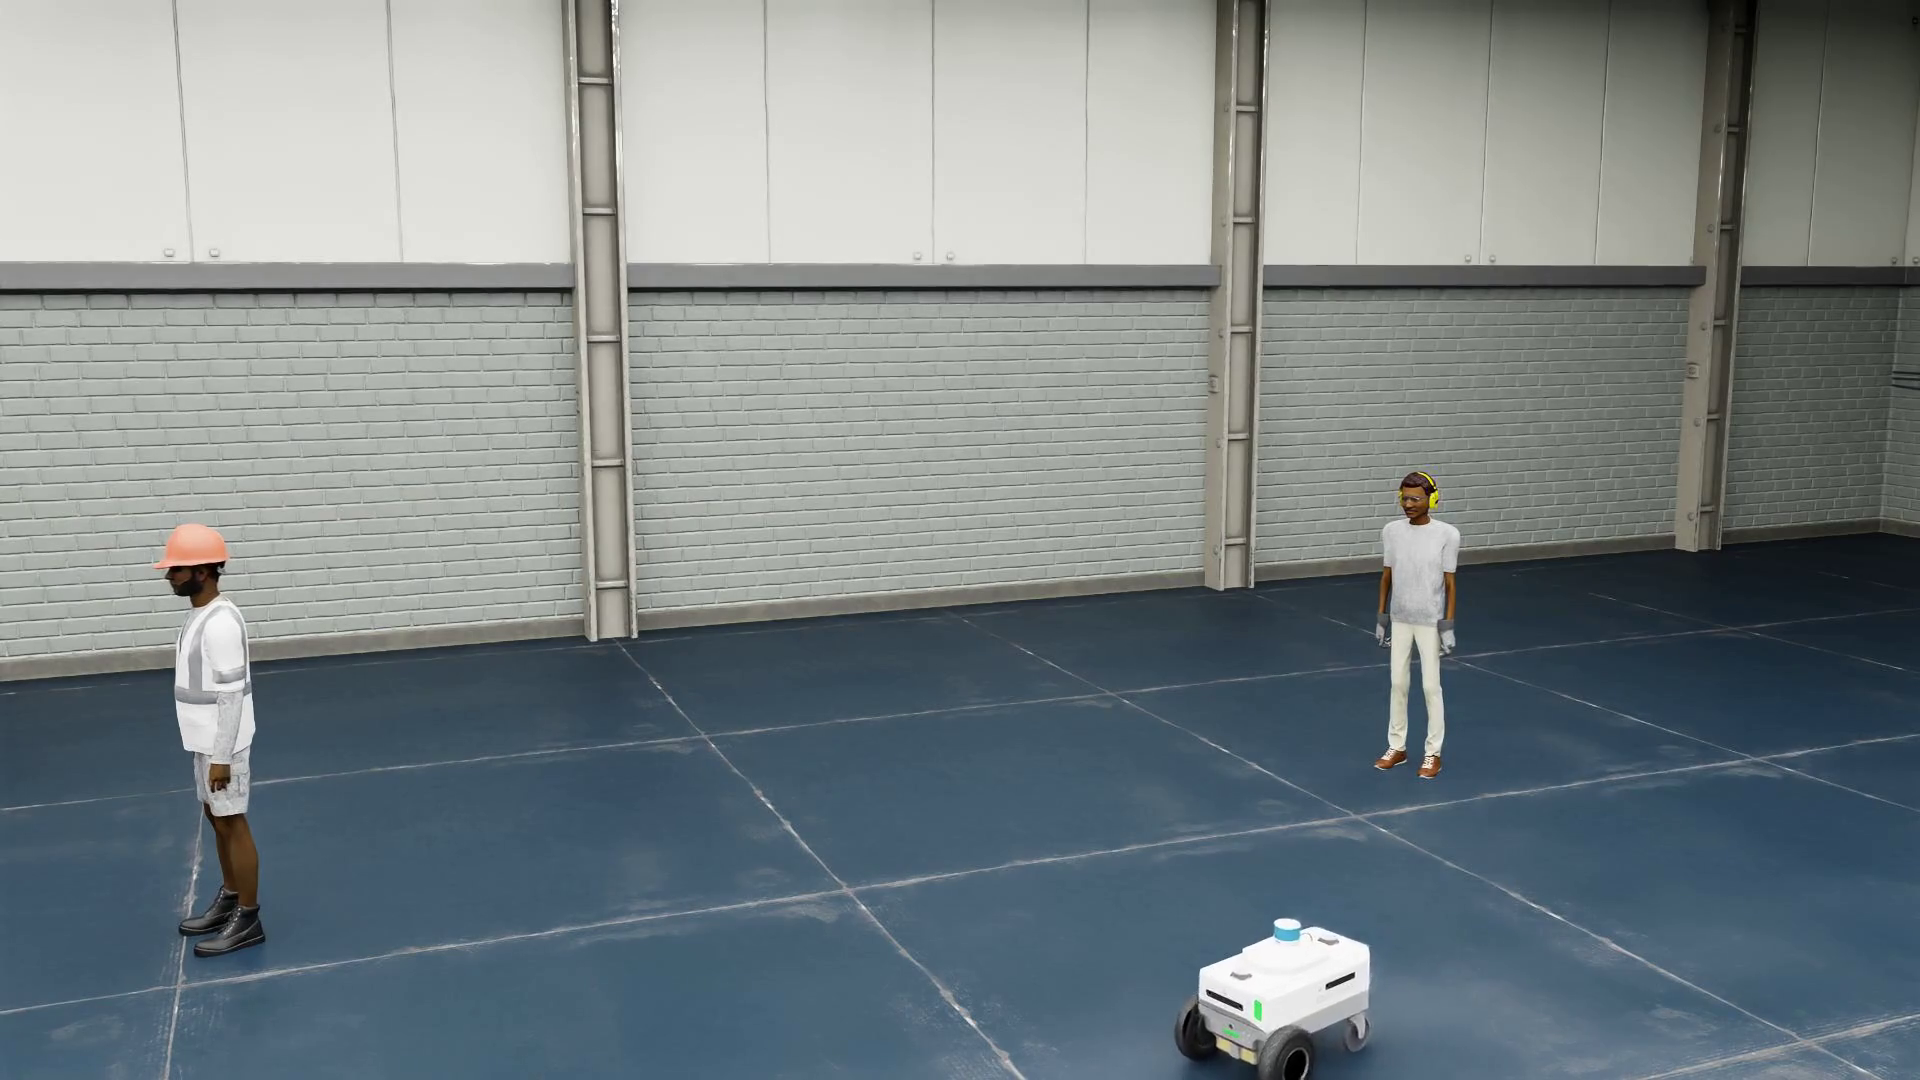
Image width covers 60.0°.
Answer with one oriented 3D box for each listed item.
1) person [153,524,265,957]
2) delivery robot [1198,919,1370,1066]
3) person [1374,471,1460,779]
[{"bbox_3d":[-3.364,0.888,7.466,0.362,1.938,0.545,-6,11,-34],"label":"person"},{"bbox_3d":[1.251,1.701,6.392,0.707,0.478,0.477,-7,12,-39],"label":"delivery robot"},{"bbox_3d":[2.771,0.508,10.102,0.517,1.865,0.313,7,11,37],"label":"person"}]
